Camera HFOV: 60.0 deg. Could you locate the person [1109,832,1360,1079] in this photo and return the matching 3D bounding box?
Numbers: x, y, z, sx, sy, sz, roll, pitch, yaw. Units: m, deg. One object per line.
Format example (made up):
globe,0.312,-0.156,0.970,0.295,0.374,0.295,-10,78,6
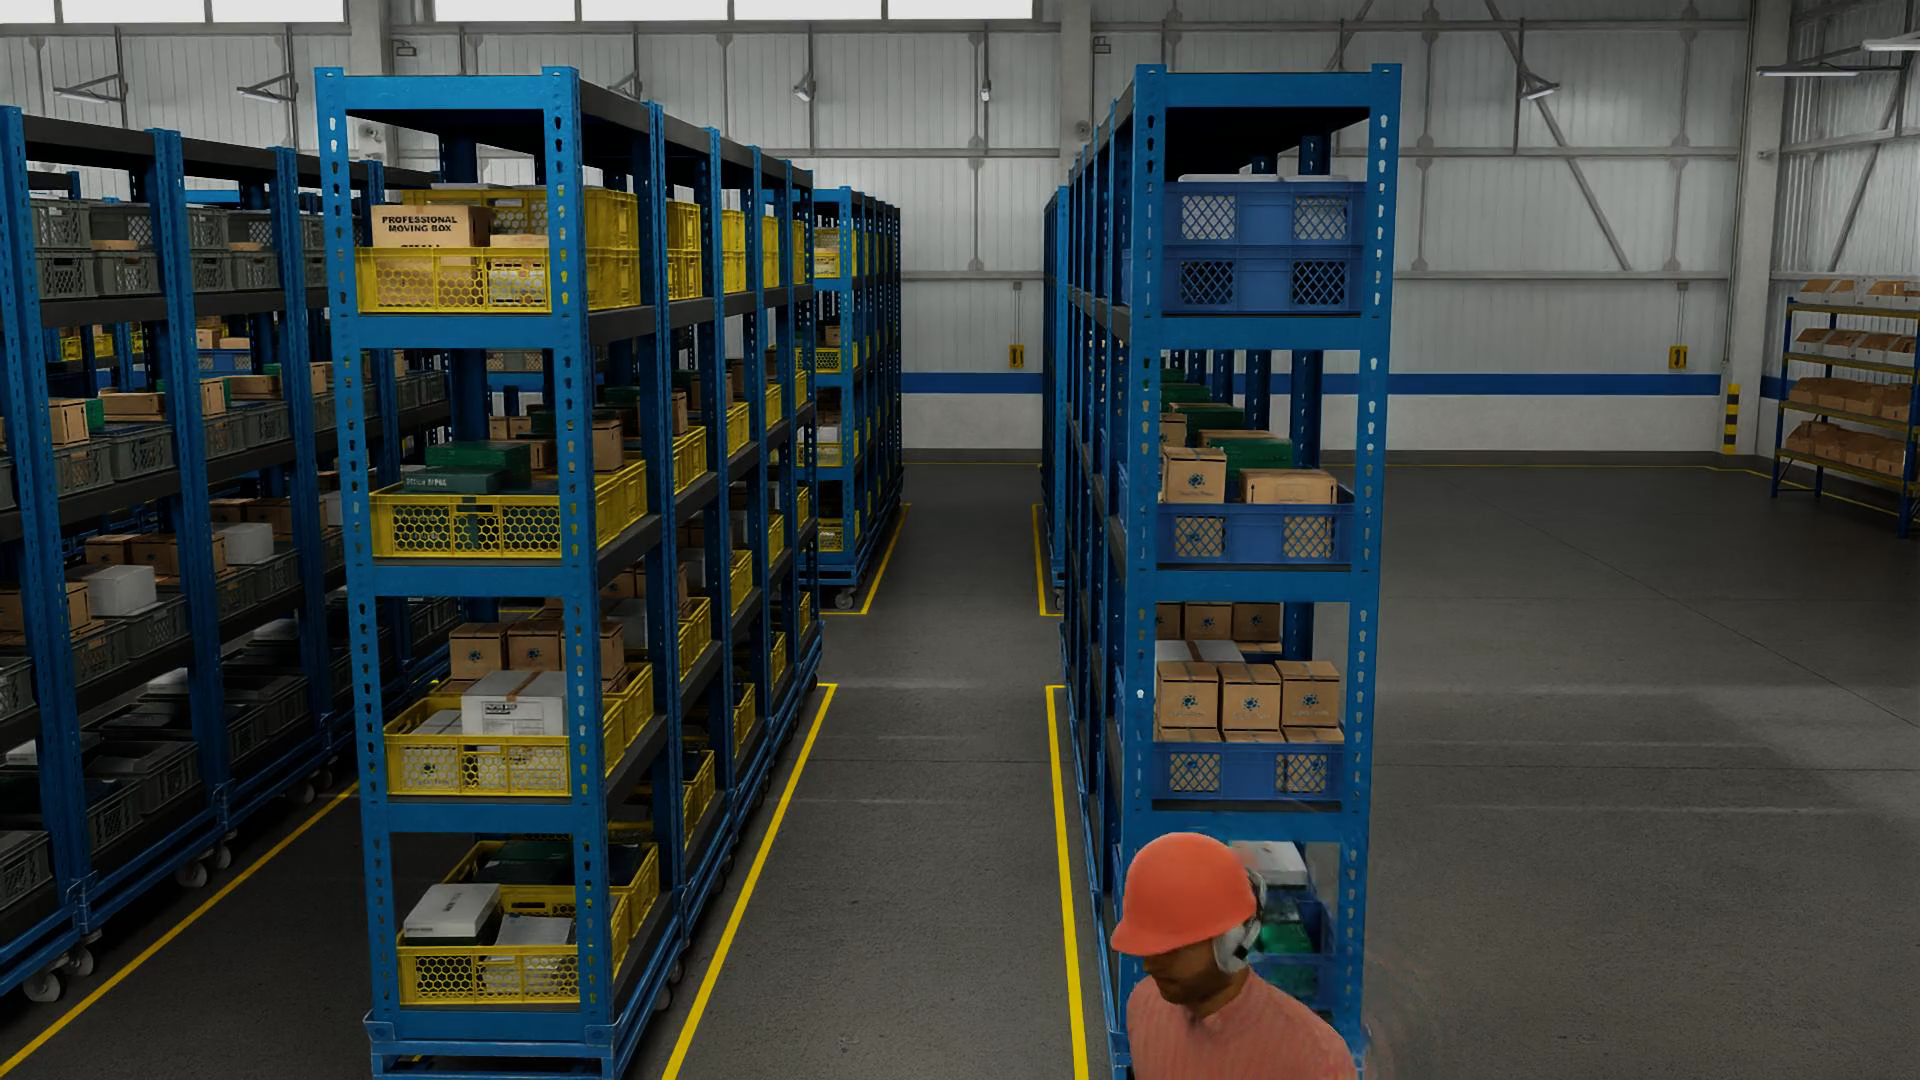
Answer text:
person,0.567,1.515,3.382,0.618,1.926,1.078,8,13,41
